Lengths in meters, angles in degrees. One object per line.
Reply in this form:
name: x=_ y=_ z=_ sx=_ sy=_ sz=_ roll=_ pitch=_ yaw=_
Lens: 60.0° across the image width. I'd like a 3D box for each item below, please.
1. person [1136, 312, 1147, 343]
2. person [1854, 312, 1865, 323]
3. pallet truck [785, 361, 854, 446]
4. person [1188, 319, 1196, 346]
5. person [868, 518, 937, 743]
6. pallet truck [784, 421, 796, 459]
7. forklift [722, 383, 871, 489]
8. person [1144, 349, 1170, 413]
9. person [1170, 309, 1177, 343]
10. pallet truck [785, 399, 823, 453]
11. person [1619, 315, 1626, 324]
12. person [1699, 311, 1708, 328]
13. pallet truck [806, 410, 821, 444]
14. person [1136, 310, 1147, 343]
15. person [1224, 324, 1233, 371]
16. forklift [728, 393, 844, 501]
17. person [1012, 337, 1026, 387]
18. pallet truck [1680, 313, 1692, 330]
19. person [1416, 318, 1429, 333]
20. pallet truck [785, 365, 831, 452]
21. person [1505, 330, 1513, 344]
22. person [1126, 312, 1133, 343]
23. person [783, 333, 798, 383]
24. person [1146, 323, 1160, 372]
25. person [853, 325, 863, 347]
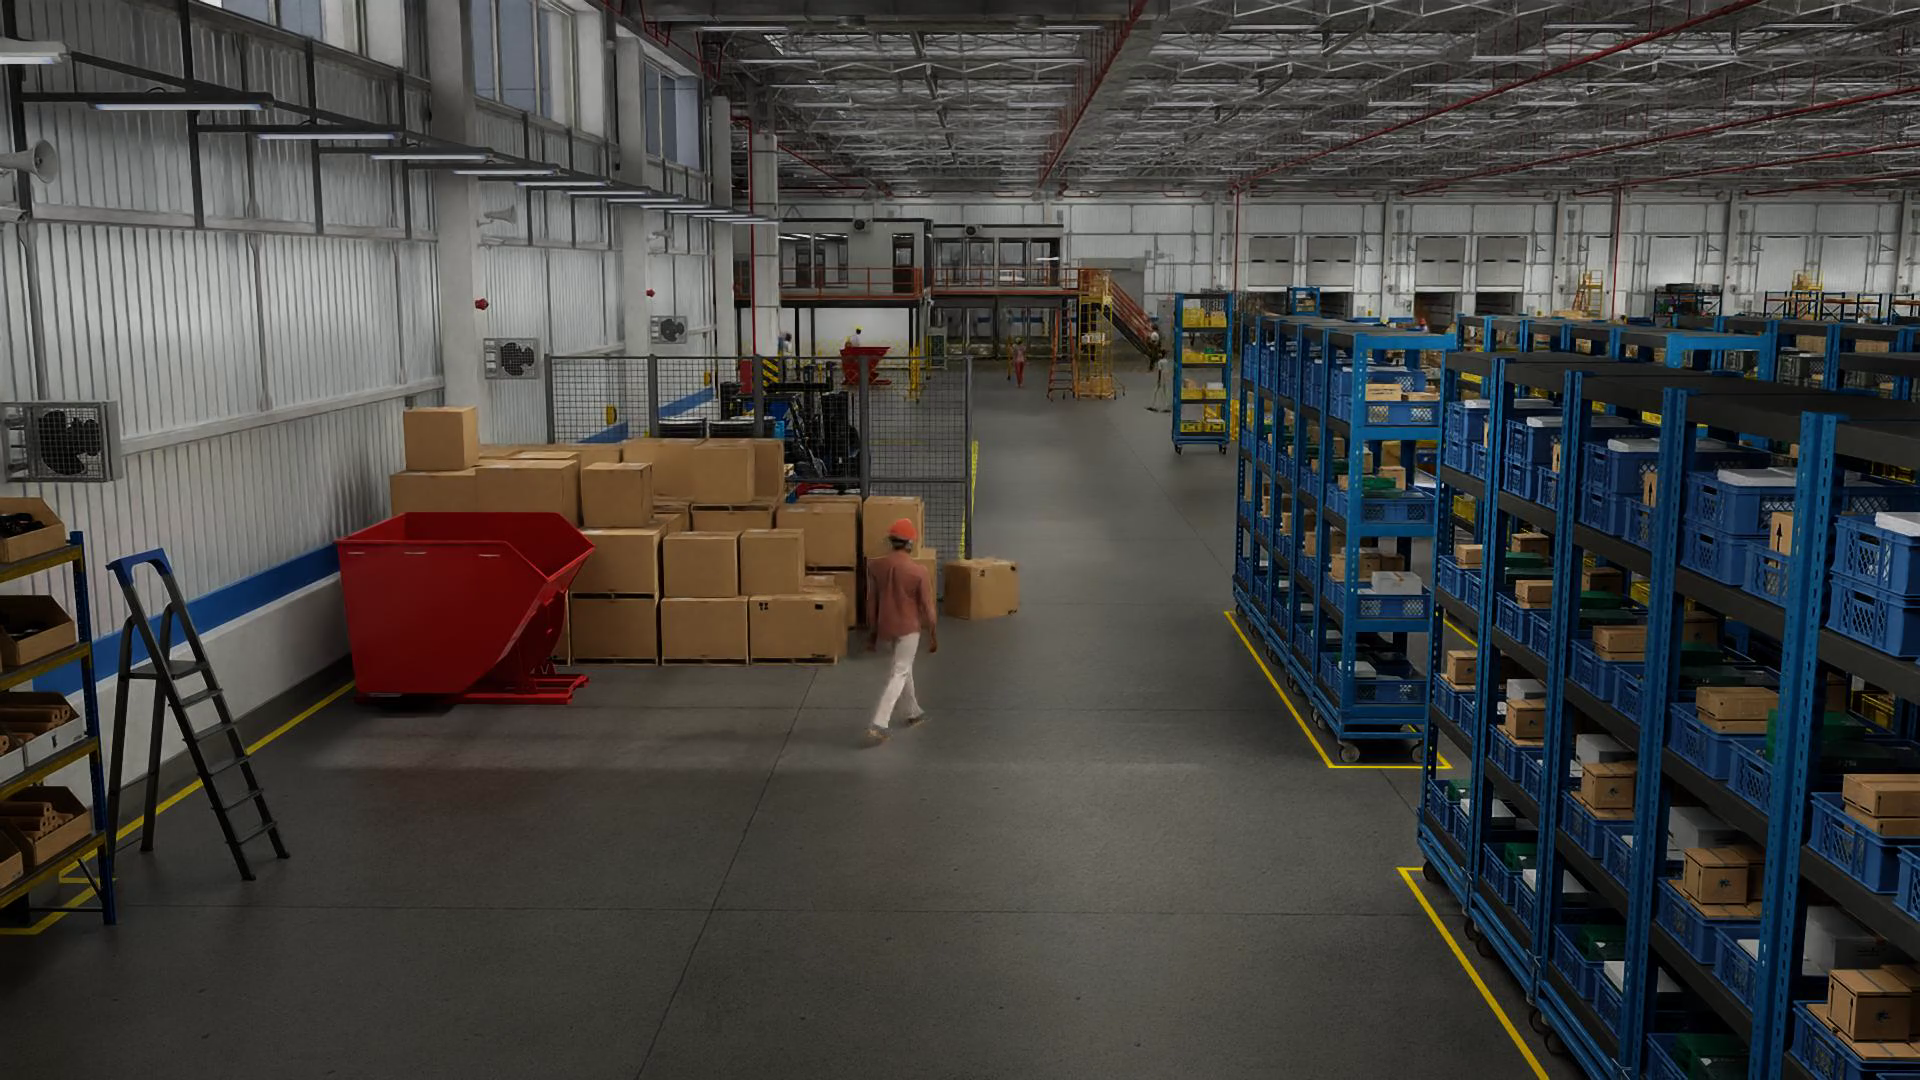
person: x=10.325 y=-12.047 z=94.127 sx=0.705 sy=1.823 sz=0.646 roll=-6 pitch=11 yaw=-34
person: x=48.674 y=-11.427 z=90.114 sx=0.337 sy=1.882 sz=0.584 roll=-8 pitch=12 yaw=-39
pallet truck: x=-3.410 y=-3.193 z=38.978 sx=1.885 sy=1.965 sz=0.823 roll=0 pitch=9 yaw=-1
person: x=12.723 y=-11.577 z=90.913 sx=0.577 sy=1.923 sz=0.400 roll=1 pitch=9 yaw=5
person: x=-0.529 y=0.782 z=14.622 sx=0.636 sy=1.952 sz=1.017 roll=6 pitch=11 yaw=33
pallet truck: x=-4.013 y=-1.793 z=32.705 sx=1.601 sy=1.201 sz=0.680 roll=0 pitch=9 yaw=1
forklift: x=-2.893 y=-1.687 z=28.729 sx=2.680 sy=1.987 sz=1.157 roll=0 pitch=9 yaw=-1
person: x=5.748 y=-4.598 z=48.137 sx=0.893 sy=1.829 sz=0.555 roll=9 pitch=13 yaw=43
person: x=12.174 y=-12.158 z=94.561 sx=0.426 sy=1.913 sz=0.603 roll=0 pitch=9 yaw=0
pallet truck: x=-3.814 y=-2.432 z=36.419 sx=1.630 sy=1.274 sz=0.653 roll=0 pitch=9 yaw=1
person: x=34.412 y=-10.820 z=86.557 sx=0.553 sy=1.827 sz=0.631 roll=4 pitch=10 yaw=23
person: x=39.236 y=-11.063 z=87.589 sx=0.776 sy=1.967 sz=0.654 roll=-1 pitch=9 yaw=-4
pallet truck: x=-3.559 y=-2.018 z=33.905 sx=1.522 sy=1.261 sz=0.704 roll=0 pitch=9 yaw=-1
person: x=9.908 y=-11.574 z=90.710 sx=0.612 sy=1.986 sz=0.401 roll=1 pitch=9 yaw=7
person: x=11.047 y=-7.925 z=68.347 sx=0.370 sy=1.935 sz=0.552 roll=-1 pitch=9 yaw=-6
forklift: x=-2.979 y=-1.316 z=26.476 sx=2.680 sy=1.987 sz=1.157 roll=0 pitch=9 yaw=1
person: x=2.093 y=-6.254 z=58.622 sx=0.533 sy=1.753 sz=0.403 roll=-5 pitch=11 yaw=-30
pallet truck: x=36.315 y=-10.531 z=84.244 sx=0.823 sy=1.965 sz=1.885 roll=-6 pitch=11 yaw=-33
person: x=20.478 y=-8.816 z=73.617 sx=0.638 sy=1.999 sz=0.786 roll=1 pitch=9 yaw=6
pallet truck: x=-3.774 y=-2.976 z=37.635 sx=1.885 sy=1.965 sz=0.823 roll=1 pitch=9 yaw=5
person: x=26.879 y=-9.982 z=81.303 sx=0.616 sy=1.855 sz=0.534 roll=-2 pitch=9 yaw=-13
person: x=9.692 y=-12.148 z=94.937 sx=0.364 sy=1.753 sz=0.545 roll=-6 pitch=11 yaw=-34
person: x=-6.296 y=-6.658 z=60.837 sx=1.003 sy=1.826 sz=0.612 roll=6 pitch=11 yaw=33
person: x=7.906 y=-7.774 z=67.100 sx=0.799 sy=2.000 sz=0.687 roll=3 pitch=10 yaw=21
person: x=-4.078 y=-7.692 z=66.984 sx=0.470 sy=1.909 sz=0.609 roll=0 pitch=9 yaw=-1
